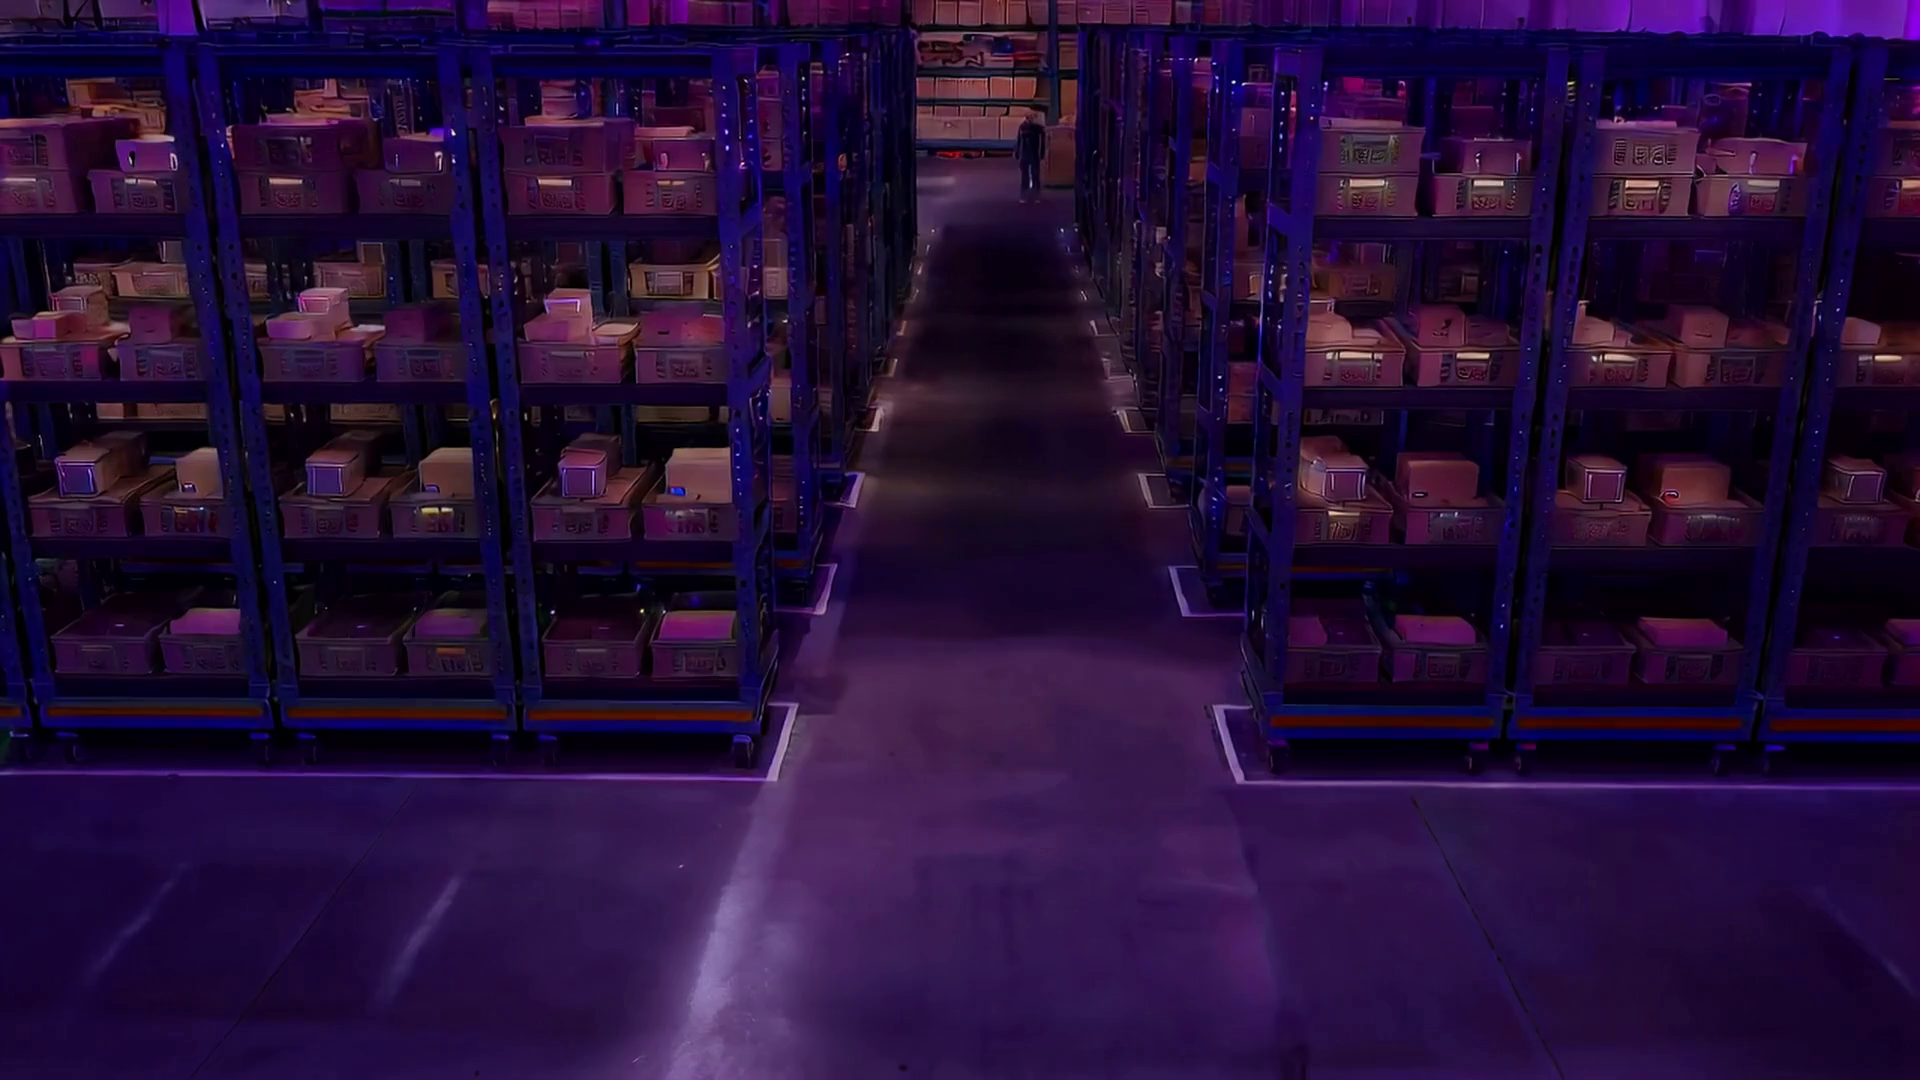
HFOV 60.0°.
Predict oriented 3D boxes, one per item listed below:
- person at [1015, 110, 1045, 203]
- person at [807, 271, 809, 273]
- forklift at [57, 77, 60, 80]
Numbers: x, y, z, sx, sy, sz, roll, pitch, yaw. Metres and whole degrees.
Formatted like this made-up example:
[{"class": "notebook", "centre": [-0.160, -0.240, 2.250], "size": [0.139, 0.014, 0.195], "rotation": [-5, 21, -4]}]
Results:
[{"class": "person", "centre": [1.457, -8.001, 34.735], "size": [0.639, 1.911, 0.406], "rotation": [-4, 18, -13]}, {"class": "person", "centre": [-1.837, -3.085, 19.259], "size": [0.816, 1.786, 0.587], "rotation": [0, 17, -1]}, {"class": "forklift", "centre": [-24.120, -11.388, 43.932], "size": [1.129, 2.768, 1.873], "rotation": [-13, 22, -35]}]
